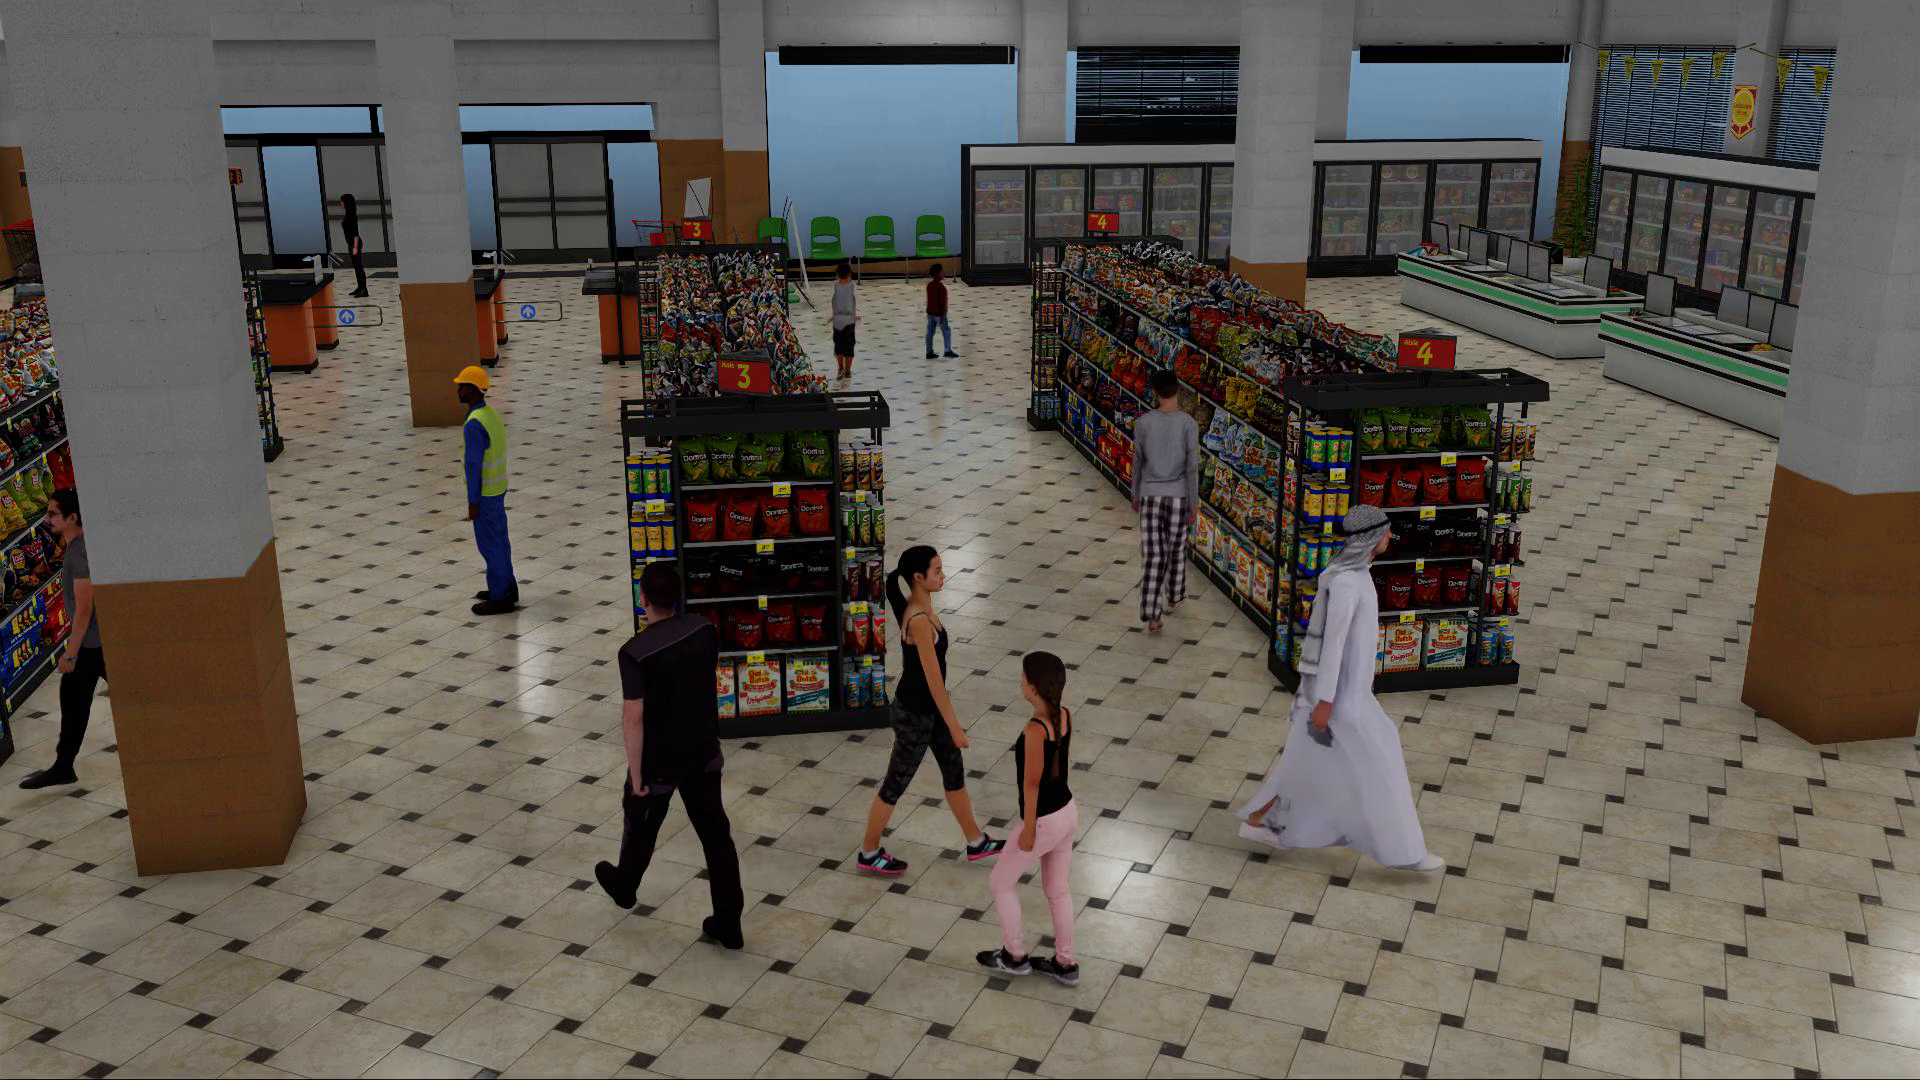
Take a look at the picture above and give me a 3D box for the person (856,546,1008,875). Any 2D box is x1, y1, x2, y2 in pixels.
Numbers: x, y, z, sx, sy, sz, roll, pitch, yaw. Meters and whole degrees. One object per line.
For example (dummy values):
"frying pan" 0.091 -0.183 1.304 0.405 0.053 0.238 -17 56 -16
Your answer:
"person" -0.305 0.875 8.195 0.773 1.698 1.019 1 17 2

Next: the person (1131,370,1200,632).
"person" 1.438 -0.239 11.682 0.918 1.804 1.180 5 18 16

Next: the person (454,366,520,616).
"person" -3.446 -0.369 12.095 0.728 1.813 0.526 -1 17 -4

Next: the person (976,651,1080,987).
"person" 0.425 1.248 7.228 0.808 1.546 0.747 12 21 34

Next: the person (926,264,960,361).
"person" -0.348 -2.939 21.540 0.732 1.242 0.689 -16 23 -42

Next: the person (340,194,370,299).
"person" -9.769 -4.757 26.841 0.701 1.641 0.562 -10 20 -30

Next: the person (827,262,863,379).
"person" -1.424 -2.736 20.552 0.690 1.428 1.009 0 17 -1

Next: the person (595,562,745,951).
"person" -1.227 1.023 7.534 1.116 1.799 1.285 -15 22 -40

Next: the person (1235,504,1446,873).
"person" 1.797 0.758 8.288 1.089 1.869 1.315 4 17 13
